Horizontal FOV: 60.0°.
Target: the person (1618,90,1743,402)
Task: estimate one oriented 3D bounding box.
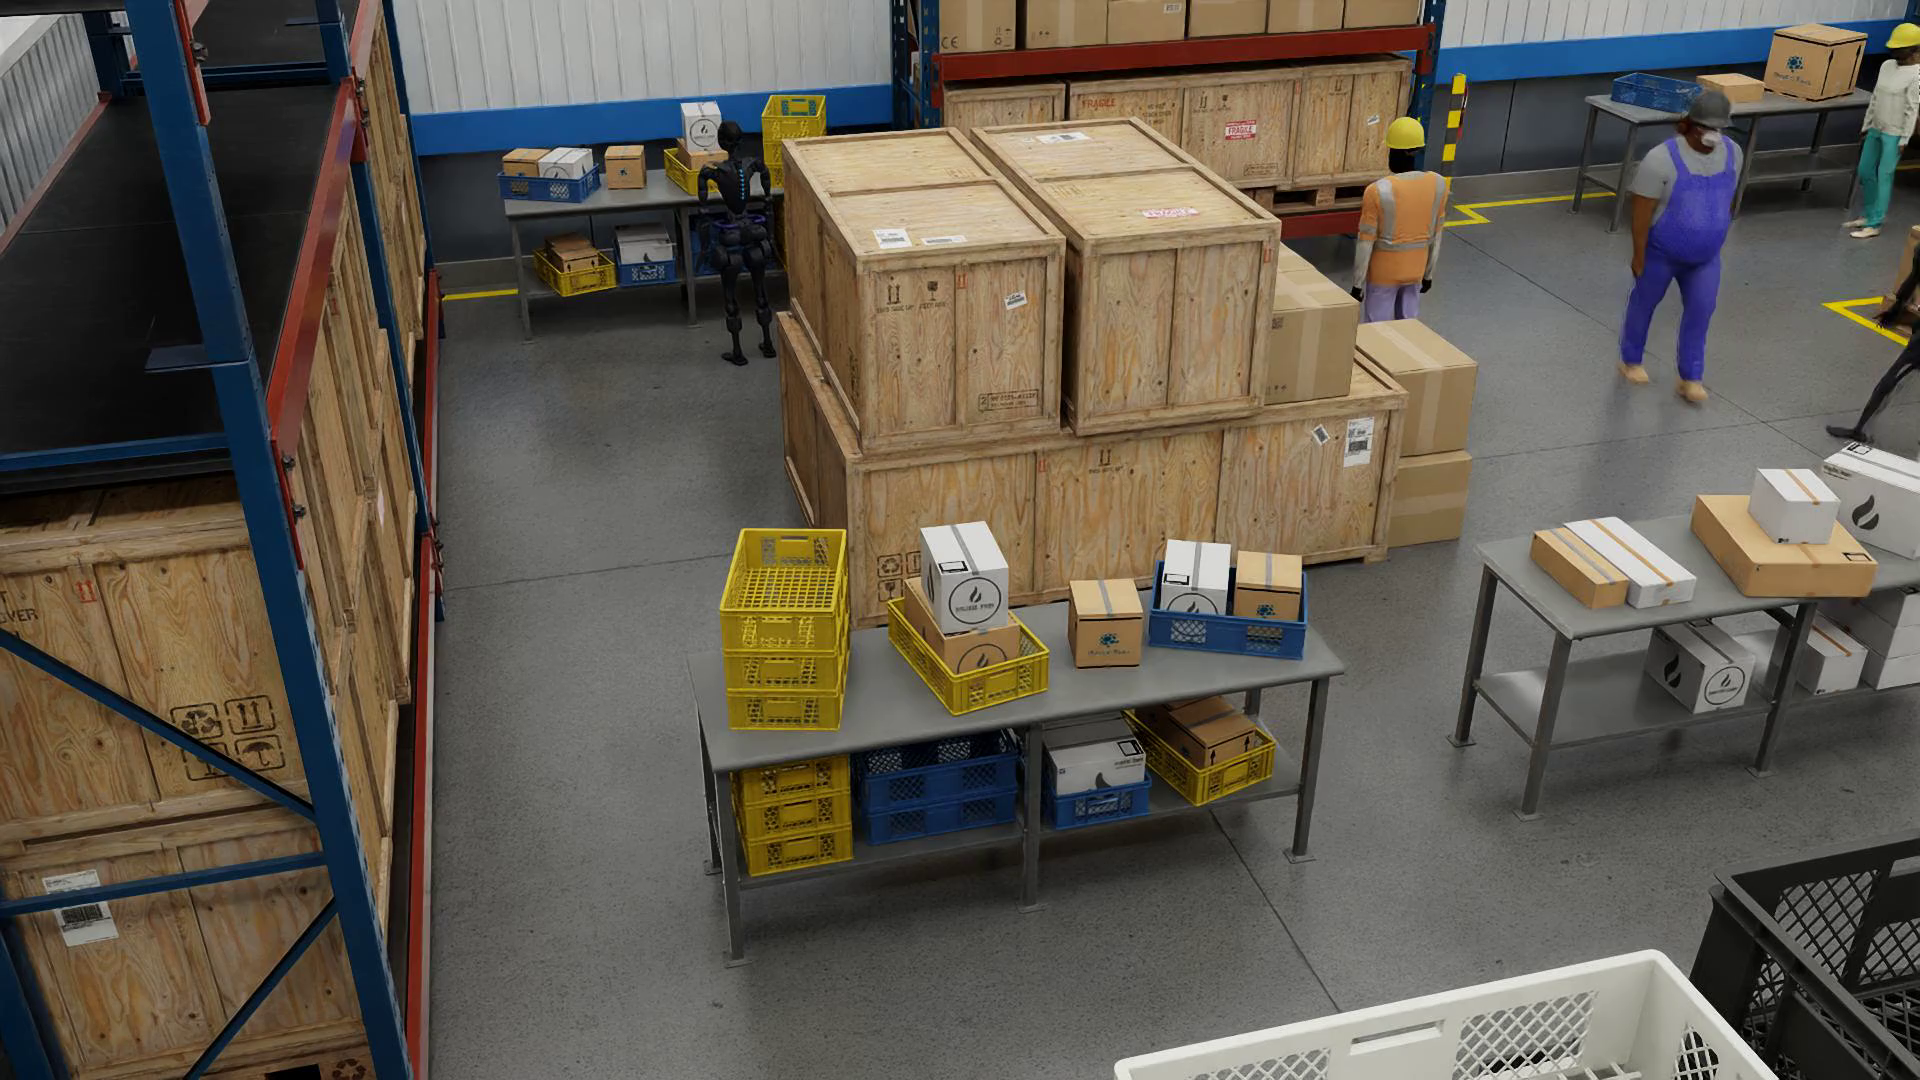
[{"bbox_3d":[4.679,-1.892,10.717,0.711,2.000,0.870,-3,29,-5],"label":"person"}]

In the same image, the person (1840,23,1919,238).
[{"bbox_3d":[7.608,-3.354,13.671,0.383,1.749,0.529,-5,29,-8],"label":"person"}]

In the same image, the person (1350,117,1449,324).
[{"bbox_3d":[2.729,-1.701,10.501,0.588,1.920,0.401,-9,30,-16],"label":"person"}]

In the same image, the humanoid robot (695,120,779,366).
[{"bbox_3d":[-1.514,-2.022,11.312,0.593,1.657,0.324,-17,33,-28],"label":"humanoid robot"}]

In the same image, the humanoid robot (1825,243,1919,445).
[{"bbox_3d":[5.904,-1.311,10.089,0.765,1.619,0.597,14,32,24],"label":"humanoid robot"}]
